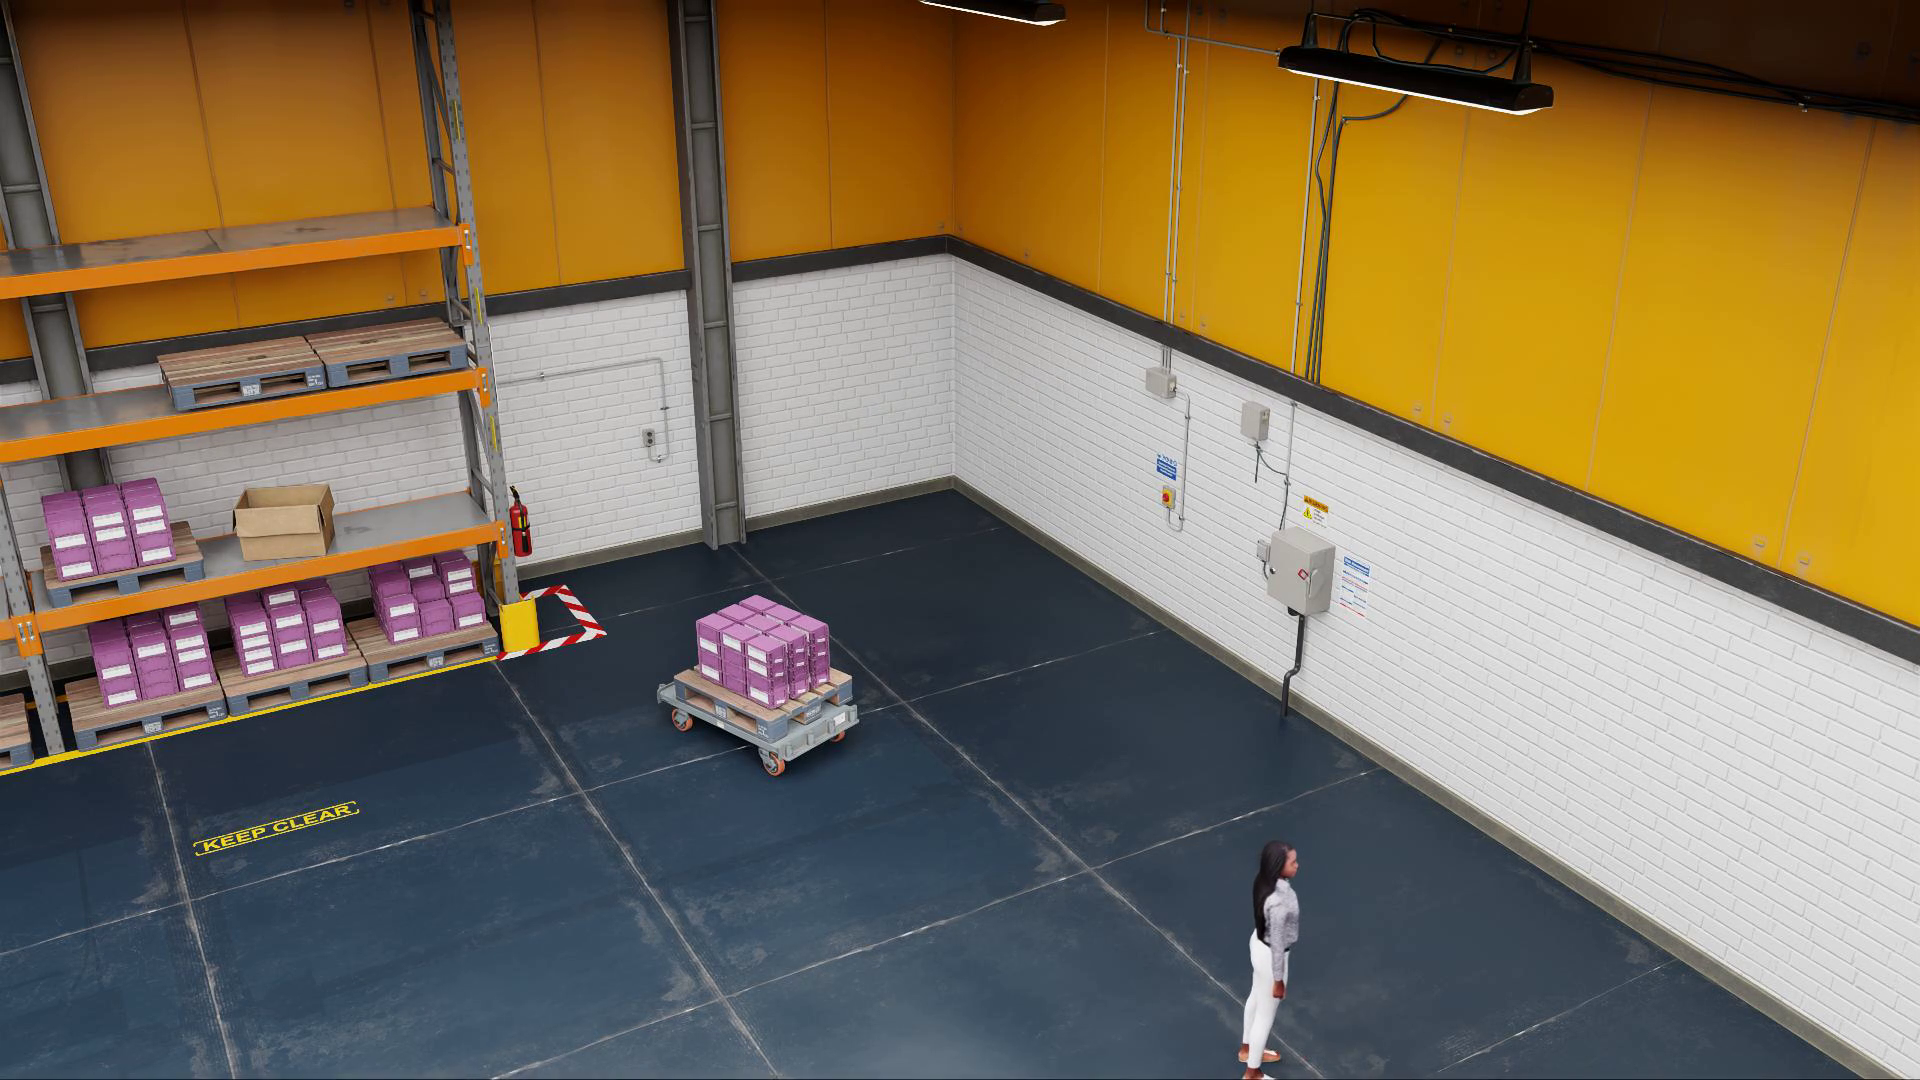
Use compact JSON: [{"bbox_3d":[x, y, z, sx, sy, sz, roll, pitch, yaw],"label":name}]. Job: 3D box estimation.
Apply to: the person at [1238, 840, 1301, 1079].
[{"bbox_3d":[1.921,2.597,10.297,0.684,1.724,0.667,2,24,4],"label":"person"}]
